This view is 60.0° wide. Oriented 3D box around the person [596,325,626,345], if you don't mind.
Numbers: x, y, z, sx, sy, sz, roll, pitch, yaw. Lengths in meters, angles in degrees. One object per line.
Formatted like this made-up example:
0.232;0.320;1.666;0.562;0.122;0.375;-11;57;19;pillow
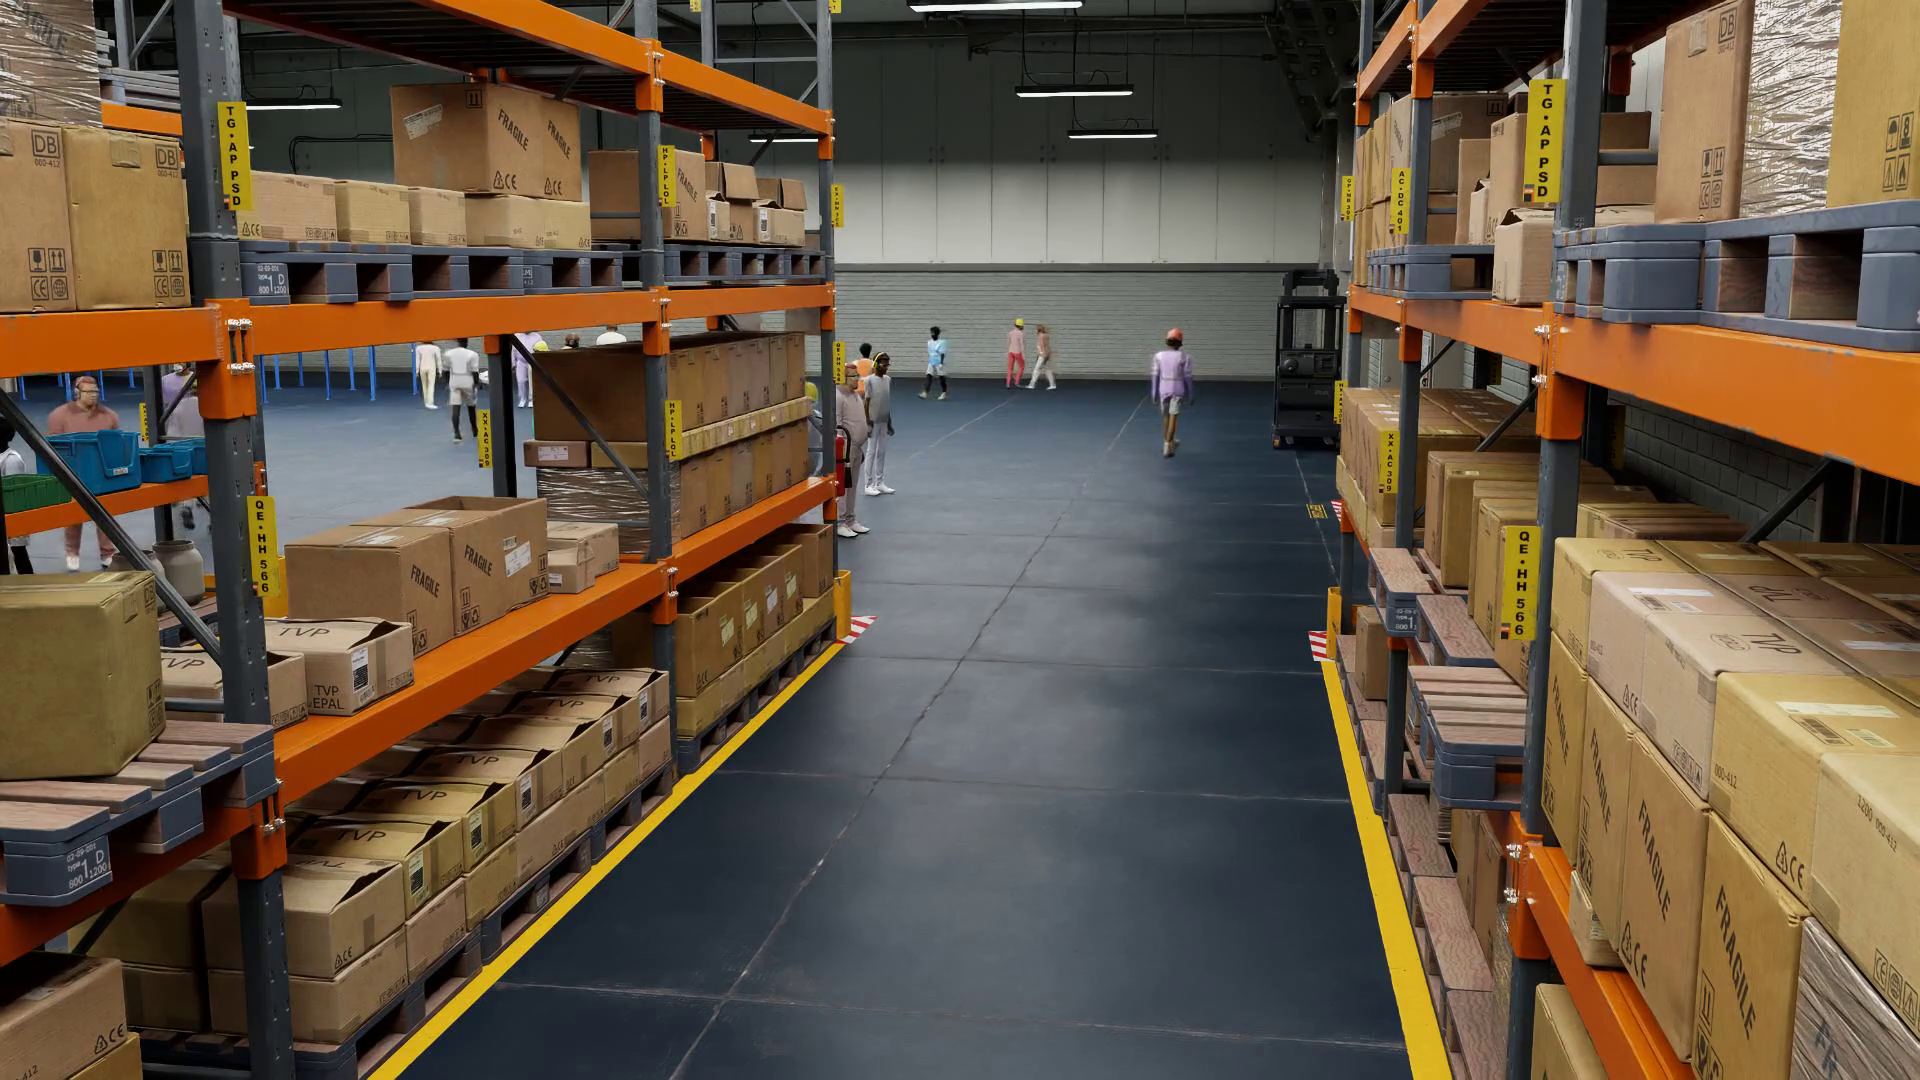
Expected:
-7.017;-3.489;33.645;0.627;1.941;0.371;1;9;6;person

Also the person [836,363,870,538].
-1.220;-1.000;18.400;0.407;1.908;0.641;3;10;18;person

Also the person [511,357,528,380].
-11.753;-5.245;44.297;0.550;2.000;0.684;5;10;28;person

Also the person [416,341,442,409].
-11.325;-3.600;35.457;0.516;1.579;0.726;-1;9;-7;person

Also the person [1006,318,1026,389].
1.398;-4.604;41.134;0.408;1.748;0.592;-7;12;-37;person

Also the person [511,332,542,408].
-9.193;-3.731;35.308;0.679;1.873;0.877;-2;9;-10;person

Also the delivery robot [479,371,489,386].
-11.544;-4.000;40.902;0.477;0.478;0.707;-7;12;-38;delivery robot

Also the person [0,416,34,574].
-8.141;-0.218;14.210;0.535;1.700;0.318;7;12;38;person

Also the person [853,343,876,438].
-1.647;-2.614;29.149;0.535;1.664;0.883;2;9;10;person

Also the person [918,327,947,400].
-0.585;-3.955;37.374;0.555;1.645;0.856;8;12;39;person

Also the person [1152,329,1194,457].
3.410;-2.347;26.469;0.639;1.984;1.057;5;10;26;person

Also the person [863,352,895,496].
-1.052;-1.532;21.814;0.335;1.865;0.520;7;12;38;person

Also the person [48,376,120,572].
-8.512;-0.656;16.291;0.690;1.905;0.398;-9;13;-44;person

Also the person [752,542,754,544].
-1.978;-0.524;16.283;0.307;1.640;0.519;0;9;0;person

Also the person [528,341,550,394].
-6.870;-2.384;27.366;0.533;1.768;0.310;7;12;38;person

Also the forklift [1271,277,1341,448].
5.847;-3.016;27.970;1.129;2.768;1.873;1;9;9;forklift

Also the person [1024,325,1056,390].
1.976;-4.486;40.881;0.851;1.586;0.552;1;9;7;person

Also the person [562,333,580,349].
-6.762;-2.693;29.062;0.429;1.838;0.622;-6;11;-33;person

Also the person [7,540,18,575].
-5.820;0.375;9.797;0.656;1.936;1.023;1;9;6;person

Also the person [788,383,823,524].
-1.646;-0.741;17.223;0.648;1.764;0.910;-6;11;-33;person

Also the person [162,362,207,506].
-9.656;-1.397;20.749;0.630;1.940;0.372;0;9;-3;person

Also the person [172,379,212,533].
-8.422;-0.964;18.448;0.606;1.815;0.554;0;9;2;person

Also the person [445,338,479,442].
-8.529;-2.646;28.536;0.626;1.916;1.000;0;9;-1;person
